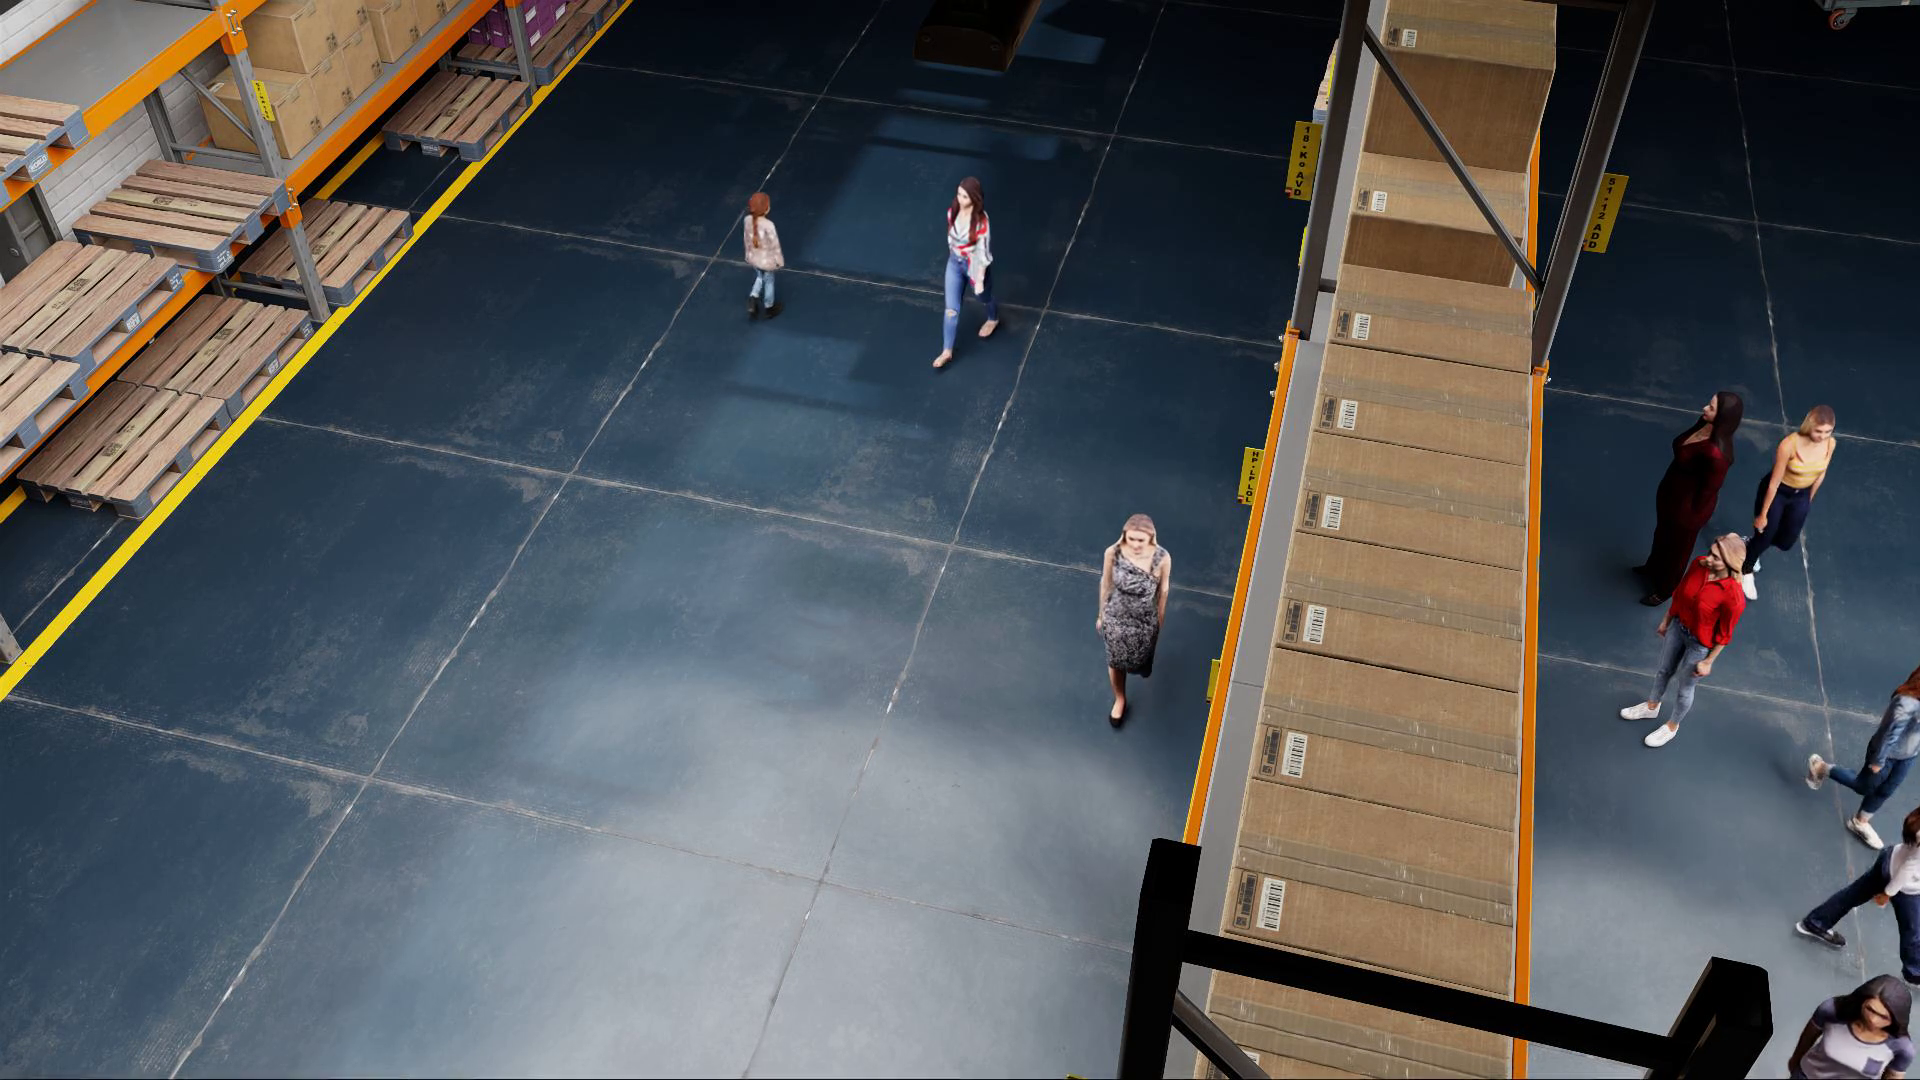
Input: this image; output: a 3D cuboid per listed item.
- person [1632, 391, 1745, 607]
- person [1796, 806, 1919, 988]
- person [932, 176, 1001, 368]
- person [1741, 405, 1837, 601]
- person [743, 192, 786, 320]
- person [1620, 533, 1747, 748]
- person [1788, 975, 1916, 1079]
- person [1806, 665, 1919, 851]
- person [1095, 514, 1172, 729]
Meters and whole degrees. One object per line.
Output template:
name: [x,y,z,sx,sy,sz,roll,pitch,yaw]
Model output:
person: [4.876,-0.291,11.115,0.743,1.757,0.567,6,44,6]
person: [5.047,1.804,9.091,0.734,1.515,1.019,20,47,20]
person: [0.131,-2.186,13.237,0.856,1.573,1.142,27,50,25]
person: [5.525,-0.324,11.252,0.683,1.616,0.752,-4,44,-4]
person: [-1.643,-2.302,13.639,0.586,1.188,0.662,27,50,25]
person: [4.499,0.604,10.214,0.747,1.704,0.641,-14,45,-14]
person: [4.307,2.608,8.139,0.838,1.664,1.181,25,49,24]
person: [5.431,1.176,9.792,0.860,1.457,0.930,-19,47,-19]
person: [1.083,0.430,10.408,0.558,1.689,0.769,10,45,11]
